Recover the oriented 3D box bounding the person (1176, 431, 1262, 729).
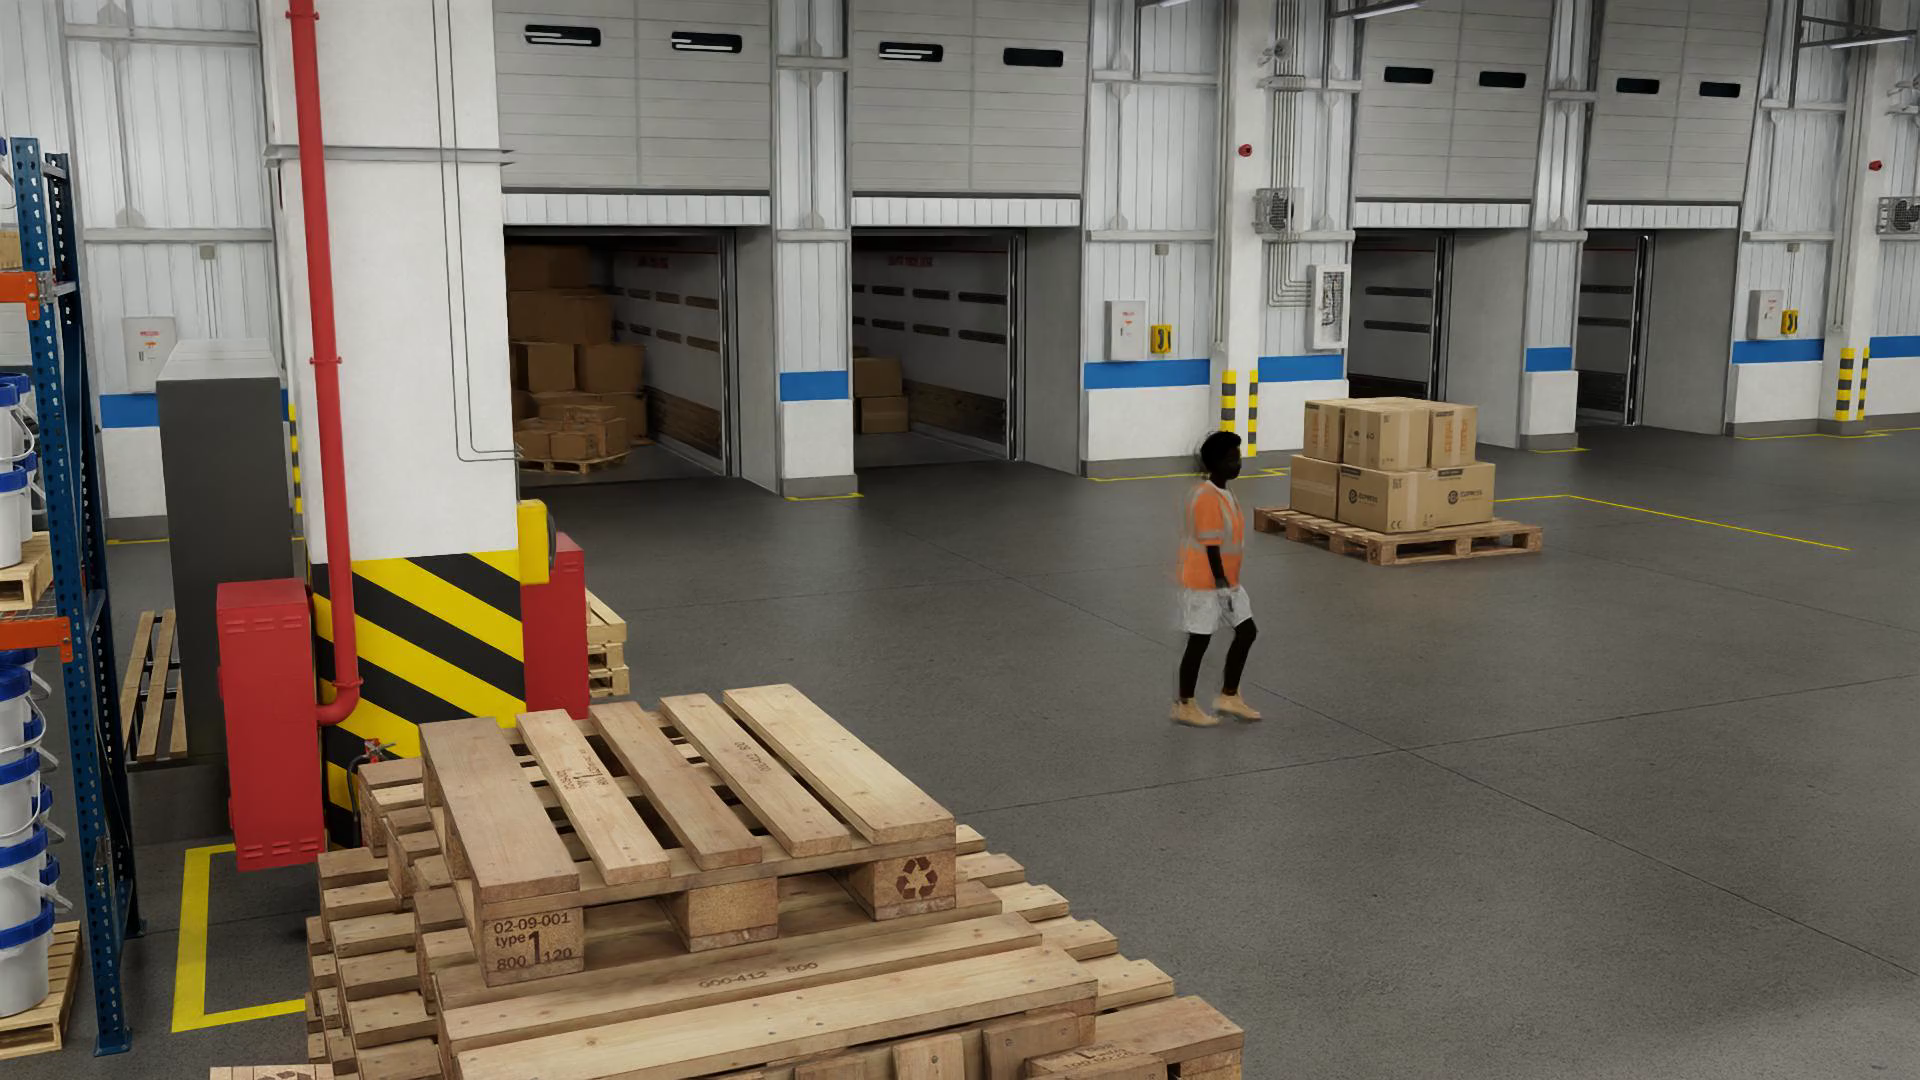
[{"bbox_3d":[1.470,0.239,9.188,0.582,1.679,0.541,5,11,26],"label":"person"}]
